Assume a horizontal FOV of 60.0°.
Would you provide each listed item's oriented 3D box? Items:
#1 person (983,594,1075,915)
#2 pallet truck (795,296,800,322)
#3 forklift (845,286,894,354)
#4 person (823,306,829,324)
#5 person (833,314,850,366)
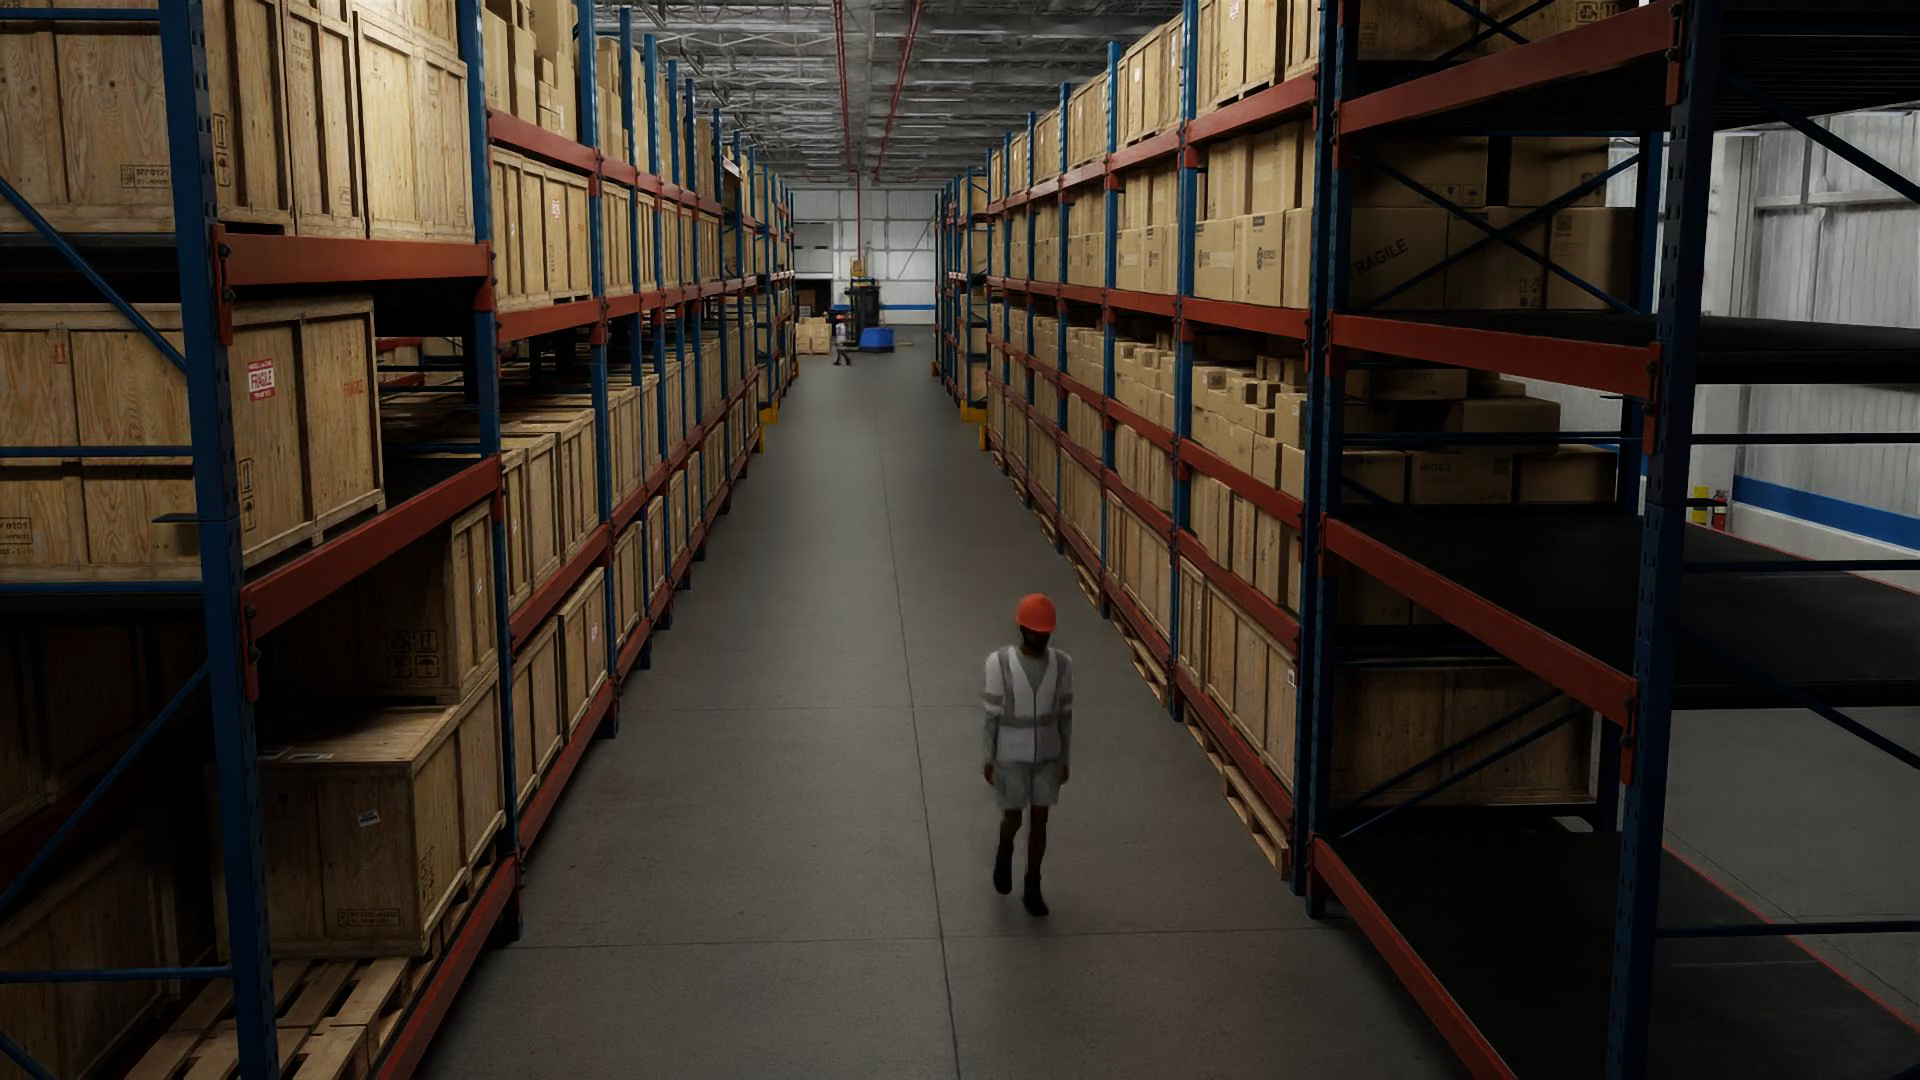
[{"bbox_3d":[0.410,1.250,9.823,0.553,1.925,0.456,-3,10,-15],"label":"person"},{"bbox_3d":[-8.622,-12.439,91.403,1.885,1.965,0.823,2,10,13],"label":"pallet truck"},{"bbox_3d":[-3.759,-9.219,69.537,1.873,2.768,1.129,9,13,43],"label":"forklift"},{"bbox_3d":[-6.577,-10.587,81.262,0.322,1.689,0.531,-4,10,-22],"label":"person"},{"bbox_3d":[-4.382,-7.386,61.476,0.757,1.918,0.549,5,11,29],"label":"person"}]
